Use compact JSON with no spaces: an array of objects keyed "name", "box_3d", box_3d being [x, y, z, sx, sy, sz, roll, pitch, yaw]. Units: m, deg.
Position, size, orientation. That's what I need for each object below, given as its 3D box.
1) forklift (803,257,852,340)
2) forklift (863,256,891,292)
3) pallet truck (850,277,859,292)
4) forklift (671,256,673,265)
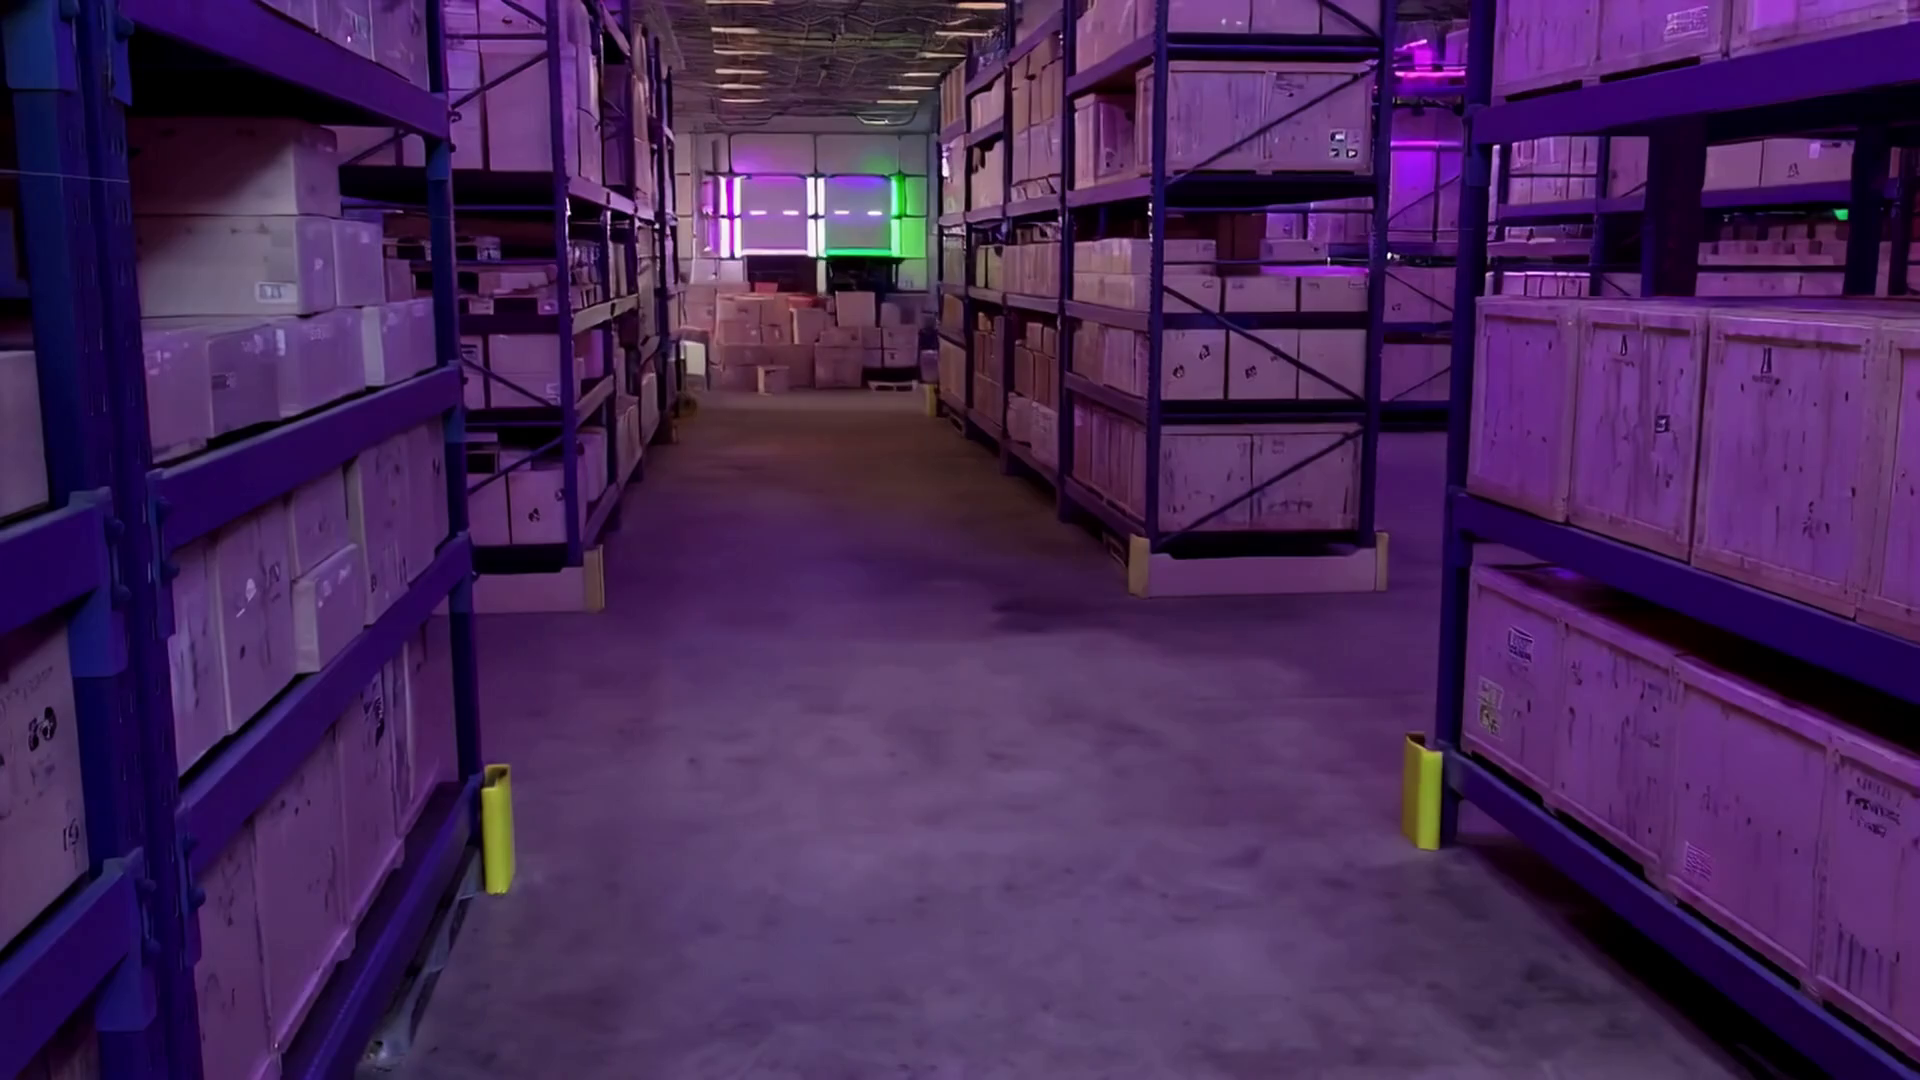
[{"name":"forklift","box_3d":[-3.510,-5.286,39.342,1.873,2.768,1.129,-1,10,-8]},{"name":"forklift","box_3d":[-2.730,-8.007,55.180,1.129,2.768,1.873,-7,12,-35]},{"name":"pallet truck","box_3d":[-3.782,-9.391,65.808,1.885,1.965,0.823,2,10,10]},{"name":"forklift","box_3d":[-11.044,-9.145,61.805,1.129,2.768,1.873,-1,10,-7]}]
